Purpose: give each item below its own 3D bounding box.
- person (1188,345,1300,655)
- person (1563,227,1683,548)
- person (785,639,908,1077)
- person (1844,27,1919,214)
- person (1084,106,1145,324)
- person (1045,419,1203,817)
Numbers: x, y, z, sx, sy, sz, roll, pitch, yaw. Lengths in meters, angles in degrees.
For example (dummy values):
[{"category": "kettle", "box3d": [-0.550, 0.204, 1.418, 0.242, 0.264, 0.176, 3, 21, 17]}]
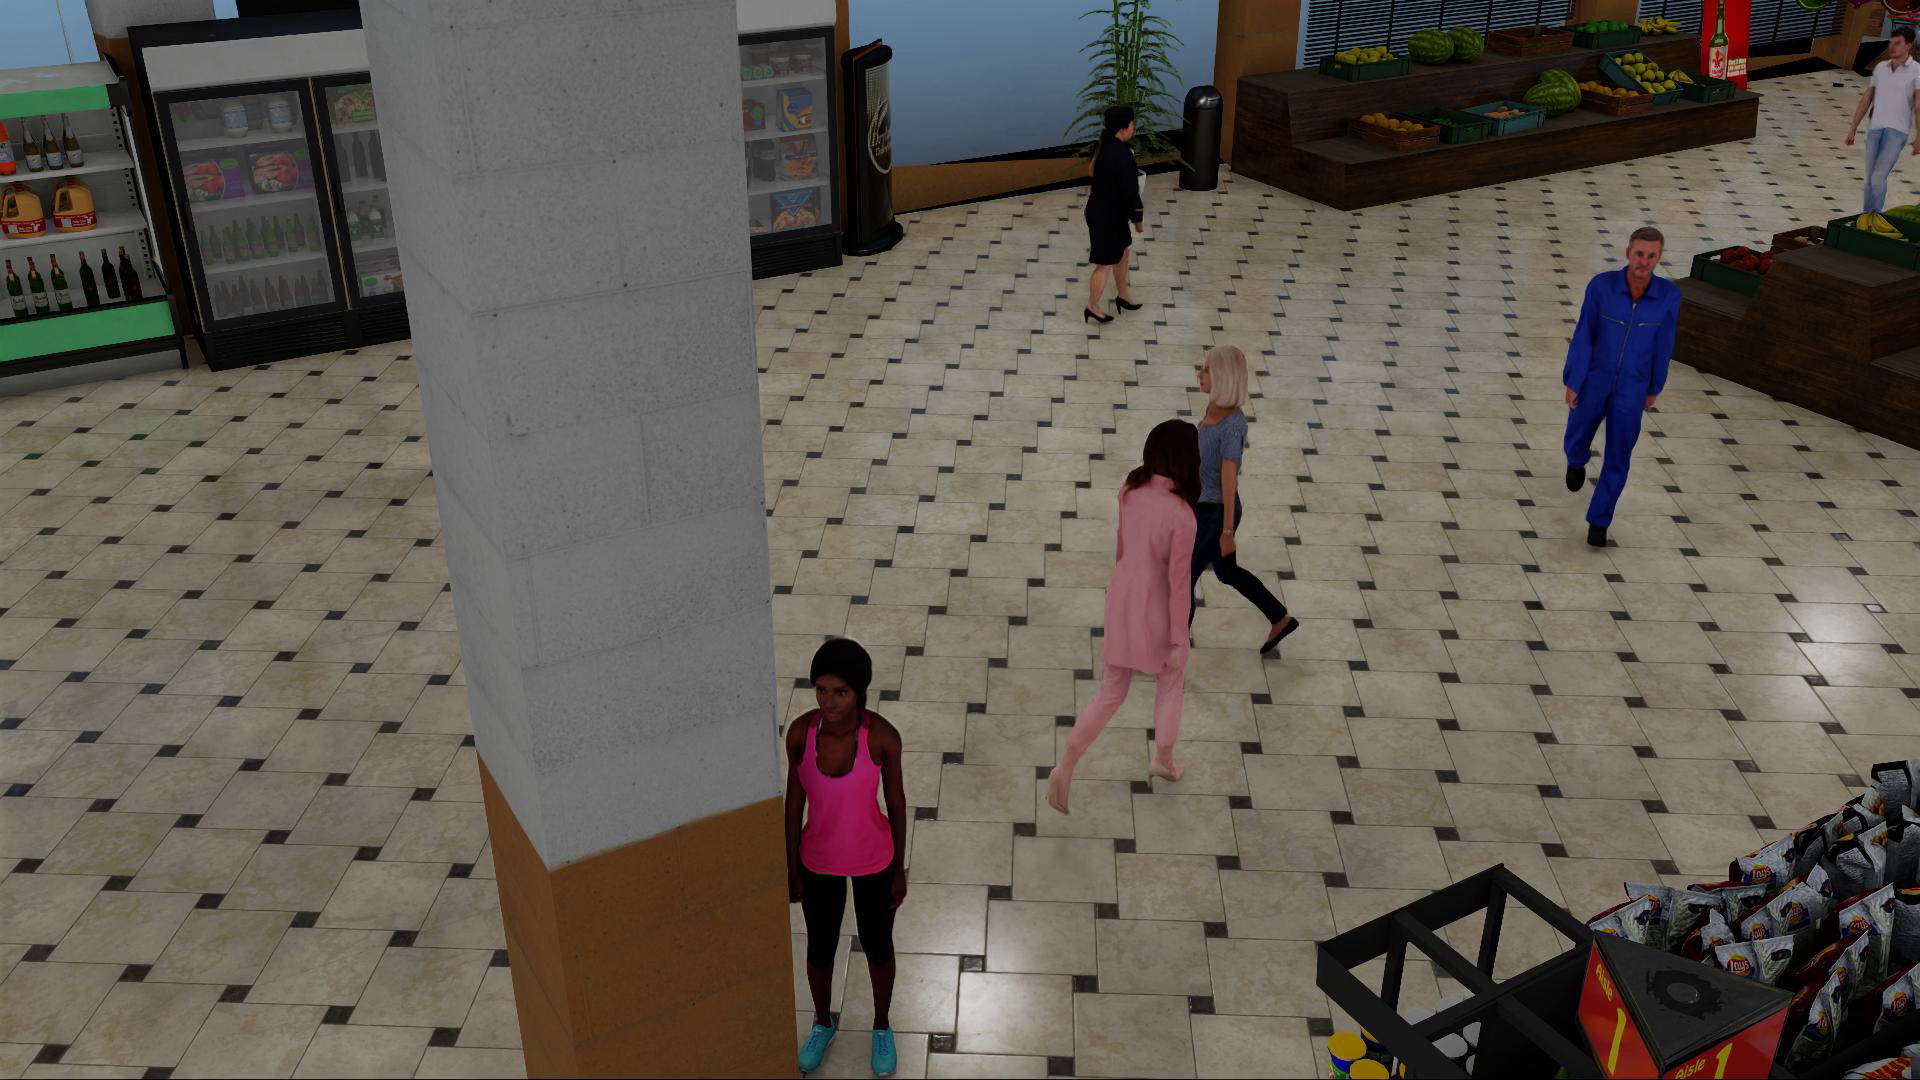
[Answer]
[{"category": "person", "box3d": [1.321, -0.122, 8.035, 1.153, 1.696, 0.950, 0, 27, 1]}, {"category": "person", "box3d": [3.702, -0.912, 9.472, 1.122, 1.805, 1.204, 8, 28, 15]}, {"category": "person", "box3d": [-0.375, 1.083, 5.629, 0.644, 1.723, 0.724, 2, 27, 5]}, {"category": "person", "box3d": [8.294, -3.607, 14.758, 0.722, 1.829, 0.736, -13, 30, -24]}, {"category": "person", "box3d": [1.075, -2.438, 12.645, 0.848, 1.656, 0.791, -9, 28, -17]}, {"category": "person", "box3d": [0.708, 0.381, 6.963, 1.151, 1.767, 0.789, -23, 35, -38]}]
